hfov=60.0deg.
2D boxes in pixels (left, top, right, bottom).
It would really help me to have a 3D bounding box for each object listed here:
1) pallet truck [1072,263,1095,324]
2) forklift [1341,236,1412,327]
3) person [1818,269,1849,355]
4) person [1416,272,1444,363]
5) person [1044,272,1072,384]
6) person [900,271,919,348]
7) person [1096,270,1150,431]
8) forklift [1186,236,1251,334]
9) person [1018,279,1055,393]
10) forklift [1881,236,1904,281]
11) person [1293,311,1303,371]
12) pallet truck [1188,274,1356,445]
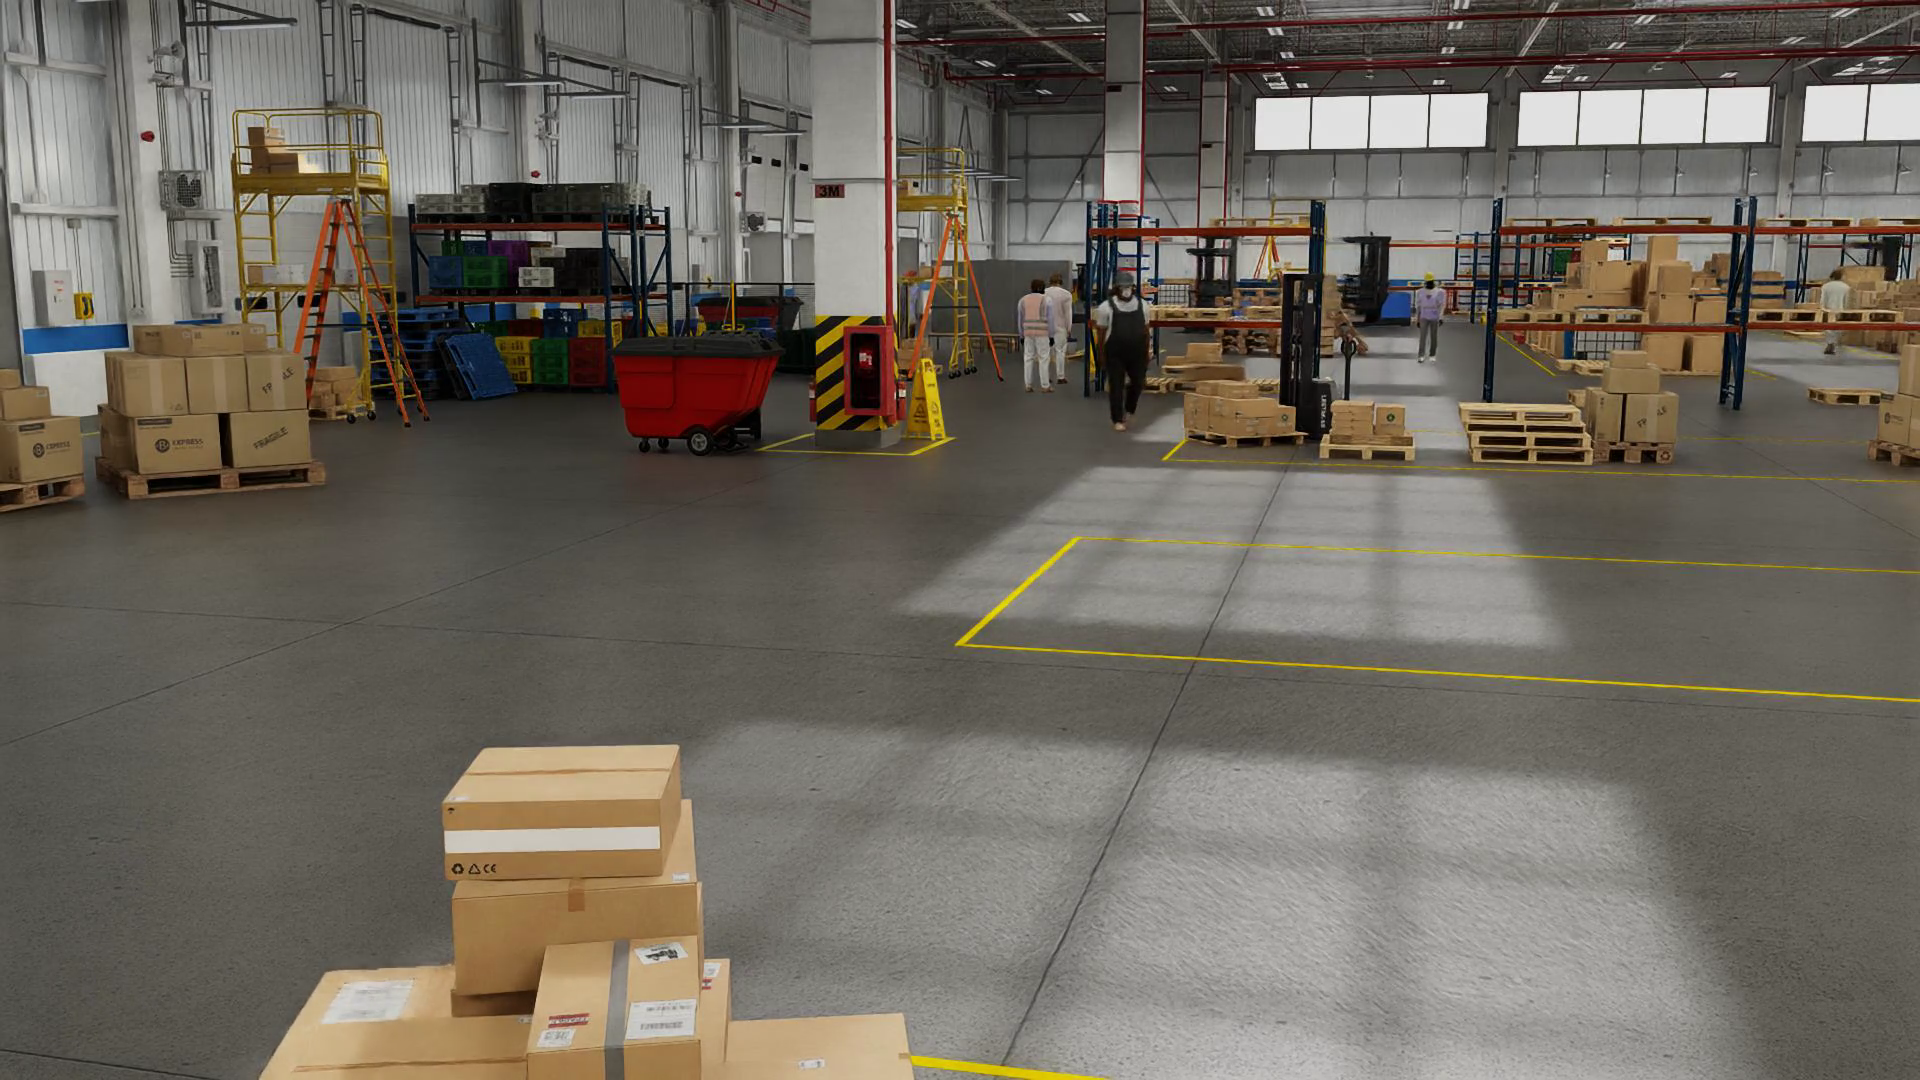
[{"bbox_3d":[4.325,-8.180,55.162,0.823,1.965,1.885,6,11,31],"label":"pallet truck"},{"bbox_3d":[13.024,-8.041,51.747,1.873,2.768,1.129,-2,10,-12],"label":"forklift"},{"bbox_3d":[19.533,-5.102,37.269,0.644,1.919,0.443,-1,10,-5],"label":"person"},{"bbox_3d":[9.781,-4.635,34.661,0.592,1.879,0.981,4,10,23],"label":"person"},{"bbox_3d":[1.632,-3.645,28.670,0.630,1.931,0.368,4,11,24],"label":"person"},{"bbox_3d":[-1.235,-5.203,37.986,0.704,1.866,0.863,-4,10,-23],"label":"person"},{"bbox_3d":[2.067,-2.373,20.844,0.701,2.000,0.540,-2,10,-11],"label":"person"},{"bbox_3d":[7.390,-7.238,47.019,1.129,2.768,1.873,8,13,40],"label":"forklift"},{"bbox_3d":[1.246,-3.287,26.827,0.622,1.840,0.430,5,11,28],"label":"person"},{"bbox_3d":[29.102,-8.099,52.089,1.873,2.768,1.129,2,10,14],"label":"forklift"},{"bbox_3d":[6.612,-4.096,31.902,0.335,1.734,0.487,6,12,33],"label":"person"},{"bbox_3d":[3.653,-2.138,19.590,1.885,1.965,0.823,-4,10,-20],"label":"pallet truck"}]
